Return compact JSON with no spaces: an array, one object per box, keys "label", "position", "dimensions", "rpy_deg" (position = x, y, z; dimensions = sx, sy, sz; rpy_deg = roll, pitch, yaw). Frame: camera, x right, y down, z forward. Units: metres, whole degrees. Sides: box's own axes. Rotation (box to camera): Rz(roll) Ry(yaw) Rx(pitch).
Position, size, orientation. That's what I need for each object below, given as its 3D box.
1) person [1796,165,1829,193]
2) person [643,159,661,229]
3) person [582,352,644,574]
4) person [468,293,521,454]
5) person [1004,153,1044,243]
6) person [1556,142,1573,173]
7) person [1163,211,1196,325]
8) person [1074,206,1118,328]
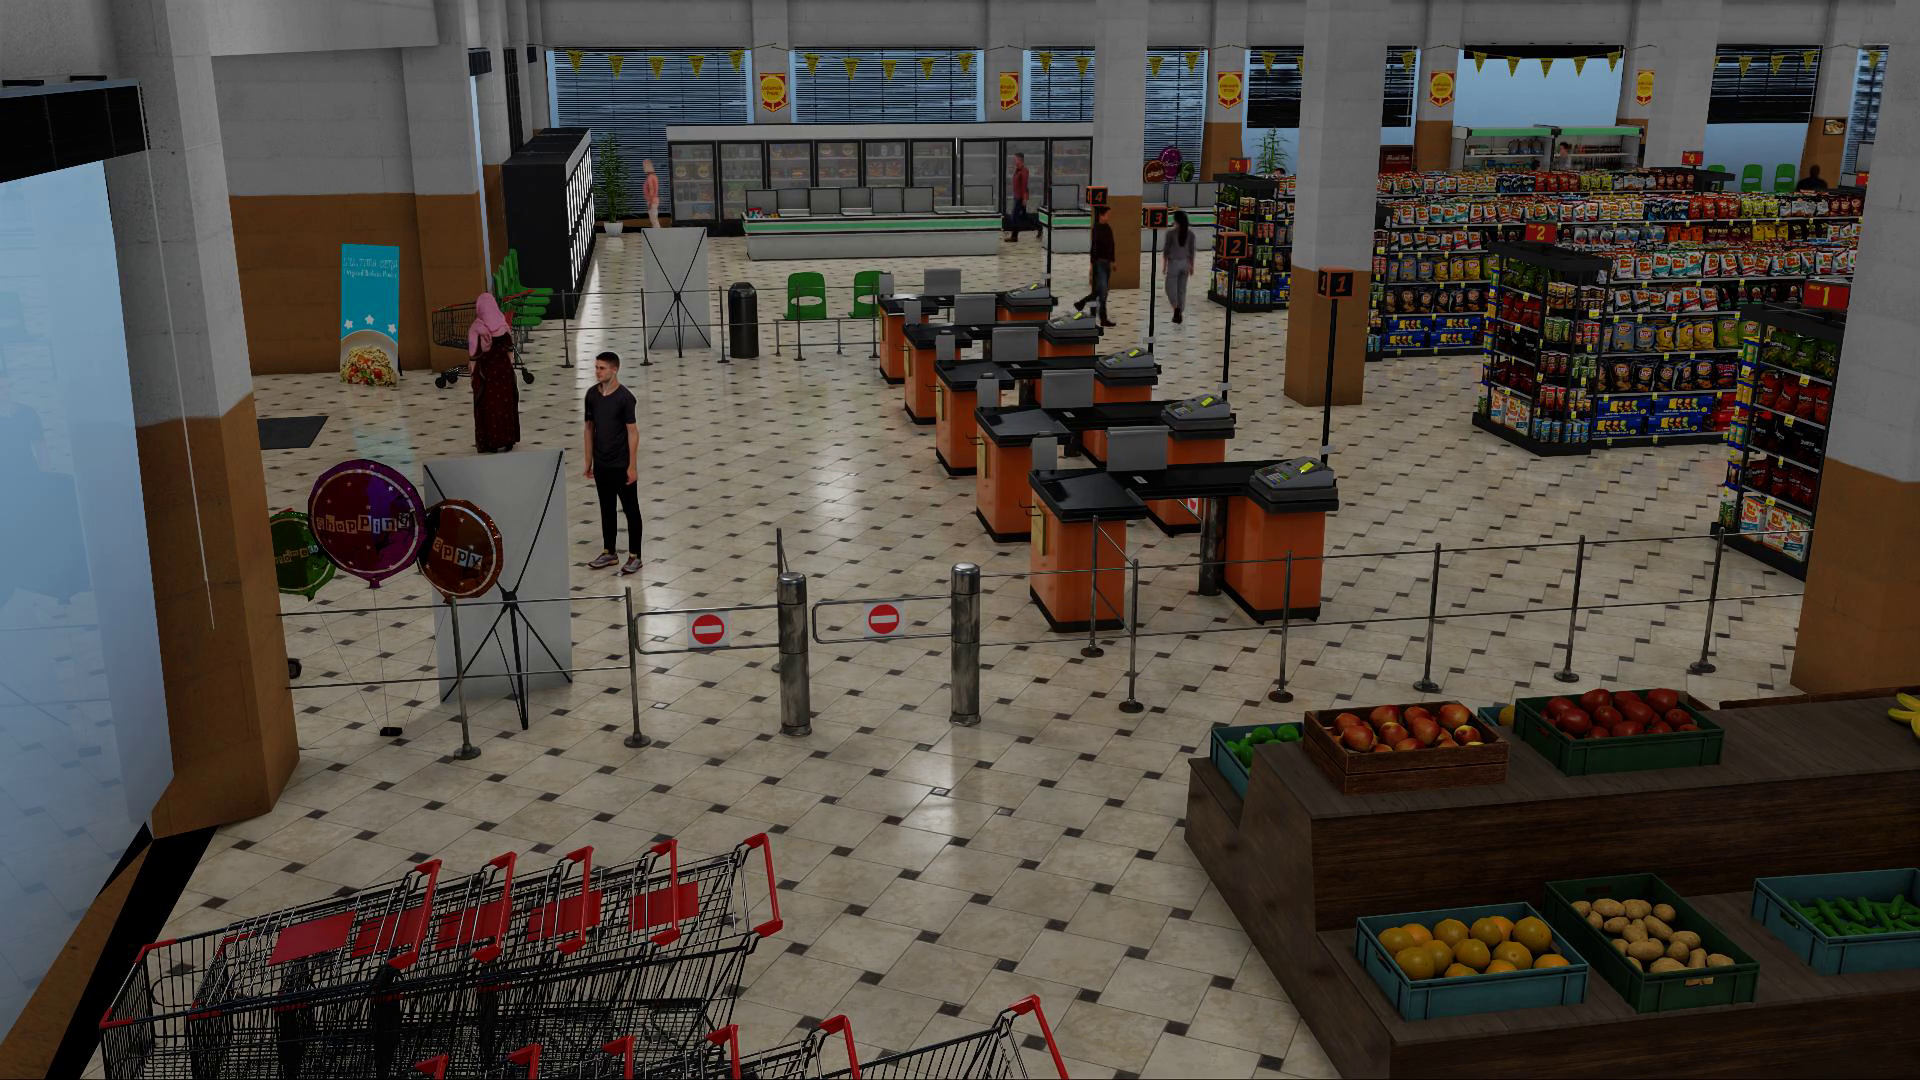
[{"label":"person","position":[15.787,-6.057,31.021],"dimensions":[0.947,1.797,1.004],"rpy_deg":[9,19,27]},{"label":"person","position":[-6.255,-6.873,33.836],"dimensions":[0.565,1.724,0.629],"rpy_deg":[0,17,-2]},{"label":"person","position":[-2.731,-0.618,13.169],"dimensions":[0.673,1.763,0.778],"rpy_deg":[8,19,24]},{"label":"person","position":[-4.776,-1.709,16.991],"dimensions":[0.700,1.629,0.815],"rpy_deg":[-12,21,-35]},{"label":"person","position":[1.352,-7.016,34.176],"dimensions":[1.104,1.799,0.710],"rpy_deg":[-2,17,-7]},{"label":"person","position":[13.489,-7.909,37.034],"dimensions":[0.696,1.848,0.740],"rpy_deg":[0,17,1]},{"label":"person","position":[3.212,-3.958,24.344],"dimensions":[0.575,1.661,0.682],"rpy_deg":[-3,17,-8]},{"label":"person","position":[1.992,-4.000,24.313],"dimensions":[1.086,1.759,1.002],"rpy_deg":[11,20,32]}]
